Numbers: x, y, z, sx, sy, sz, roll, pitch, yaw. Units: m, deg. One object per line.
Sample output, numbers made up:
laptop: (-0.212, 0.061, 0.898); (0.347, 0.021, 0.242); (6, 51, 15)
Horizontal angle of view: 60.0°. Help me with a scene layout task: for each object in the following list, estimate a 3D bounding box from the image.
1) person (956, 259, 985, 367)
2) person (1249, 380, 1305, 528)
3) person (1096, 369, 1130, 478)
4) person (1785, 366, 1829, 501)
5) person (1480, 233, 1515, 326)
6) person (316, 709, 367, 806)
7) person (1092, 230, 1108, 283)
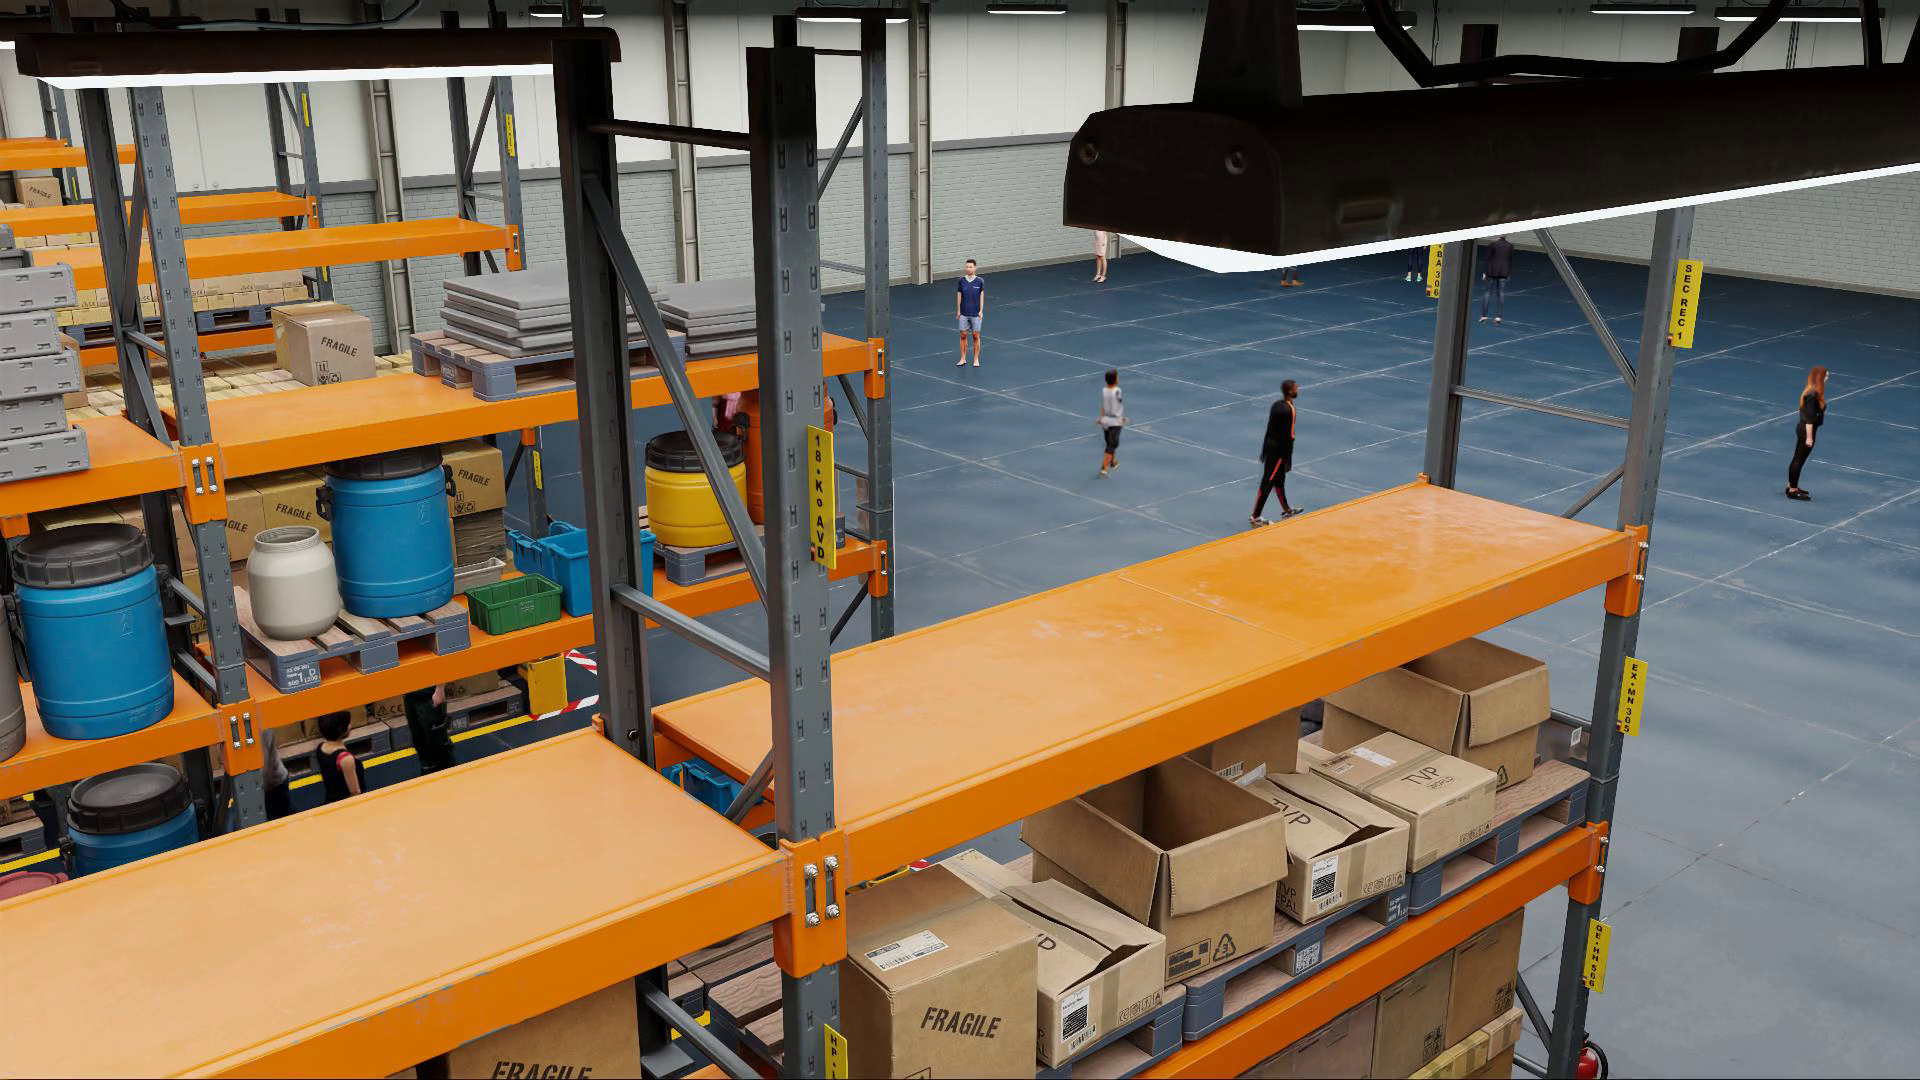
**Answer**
person: (0.180, -3.953, 28.827); (0.715, 1.850, 0.754); (4, 18, 11)
person: (3.740, -1.024, 19.962); (1.126, 1.769, 0.929); (-4, 18, -12)
person: (2.022, -1.598, 22.274); (0.797, 1.428, 1.081); (10, 20, 28)
person: (10.756, -1.381, 21.160); (0.743, 1.706, 0.614); (8, 20, 22)
person: (9.501, -4.733, 29.556); (0.821, 1.782, 0.789); (2, 18, 5)
person: (-4.250, 1.863, 11.448); (0.612, 1.551, 0.694); (14, 23, 36)
person: (3.168, -6.713, 37.334); (0.557, 1.830, 0.611); (-10, 20, -27)
